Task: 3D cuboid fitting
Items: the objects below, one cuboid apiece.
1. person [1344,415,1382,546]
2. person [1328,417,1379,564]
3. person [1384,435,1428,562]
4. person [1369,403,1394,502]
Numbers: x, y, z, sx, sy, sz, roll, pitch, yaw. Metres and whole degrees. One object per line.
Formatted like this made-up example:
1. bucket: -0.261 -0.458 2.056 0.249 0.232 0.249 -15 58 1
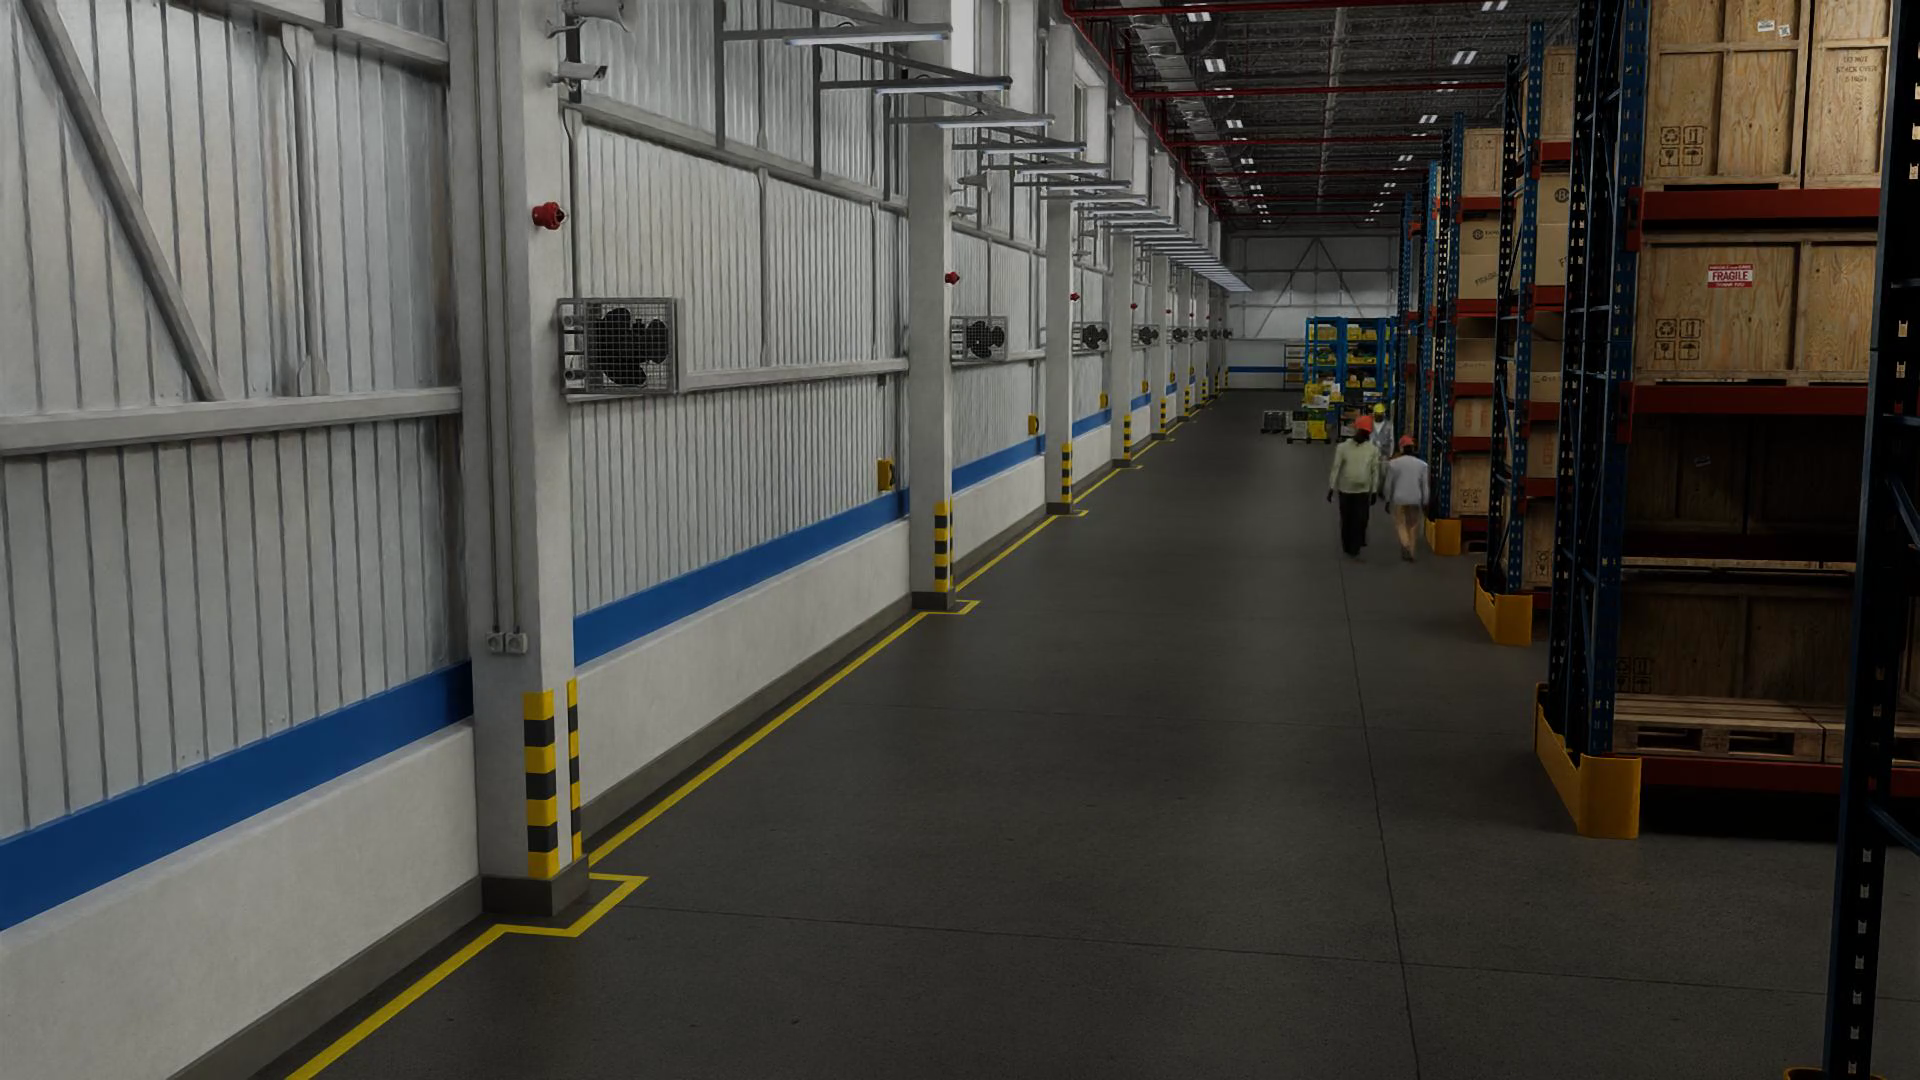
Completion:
1. person: 5.767 -0.829 23.873 0.569 1.902 0.849 2 7 14
2. person: 5.285 -0.671 22.396 0.721 1.963 0.619 0 7 -2
3. person: 5.999 -0.552 22.383 0.611 1.727 0.490 0 7 -3
4. person: 7.593 -1.585 30.267 0.591 1.820 0.447 2 7 15
